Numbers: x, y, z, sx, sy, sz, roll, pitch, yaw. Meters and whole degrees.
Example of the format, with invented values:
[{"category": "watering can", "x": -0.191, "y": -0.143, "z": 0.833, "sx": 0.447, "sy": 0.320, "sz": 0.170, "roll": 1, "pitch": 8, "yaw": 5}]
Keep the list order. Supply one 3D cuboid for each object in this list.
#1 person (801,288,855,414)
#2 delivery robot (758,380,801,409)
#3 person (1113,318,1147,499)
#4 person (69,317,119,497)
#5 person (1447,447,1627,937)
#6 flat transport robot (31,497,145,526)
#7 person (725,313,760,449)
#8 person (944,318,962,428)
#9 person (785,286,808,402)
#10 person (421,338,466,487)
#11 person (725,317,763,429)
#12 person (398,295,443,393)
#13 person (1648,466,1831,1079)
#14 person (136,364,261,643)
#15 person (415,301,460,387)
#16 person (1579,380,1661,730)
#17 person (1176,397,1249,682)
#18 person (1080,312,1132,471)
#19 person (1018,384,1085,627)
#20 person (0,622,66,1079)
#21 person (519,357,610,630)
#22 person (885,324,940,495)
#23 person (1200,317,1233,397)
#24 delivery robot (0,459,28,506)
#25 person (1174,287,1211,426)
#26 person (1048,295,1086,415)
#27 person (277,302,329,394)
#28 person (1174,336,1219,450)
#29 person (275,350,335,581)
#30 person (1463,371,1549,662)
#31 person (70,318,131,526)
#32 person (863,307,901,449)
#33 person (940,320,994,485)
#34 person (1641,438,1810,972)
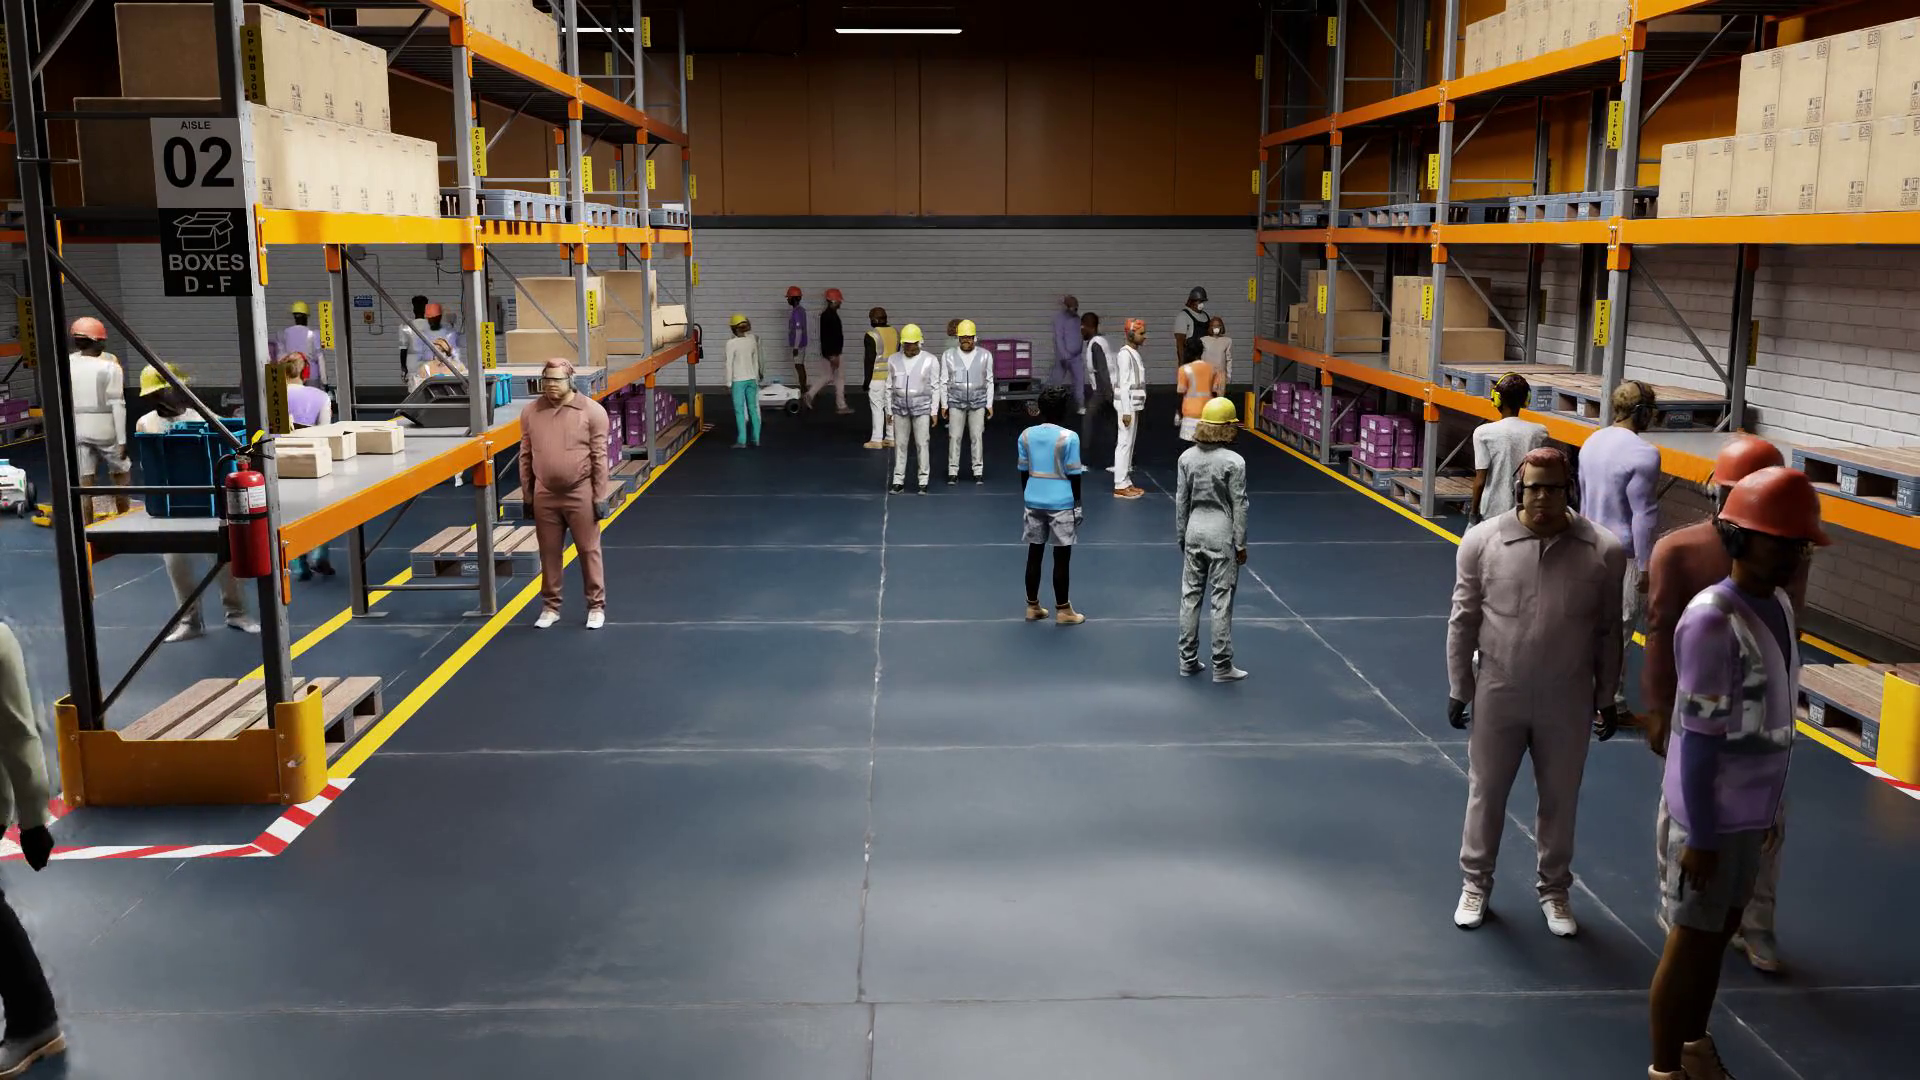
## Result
[{"category": "person", "x": -2.048, "y": -2.932, "z": 25.879, "sx": 0.771, "sy": 1.970, "sz": 0.624, "roll": -5, "pitch": 11, "yaw": -27}, {"category": "delivery robot", "x": -2.827, "y": -2.227, "z": 25.634, "sx": 0.707, "sy": 0.478, "sz": 0.477, "roll": -2, "pitch": 10, "yaw": -14}, {"category": "person", "x": 1.788, "y": -1.383, "z": 17.489, "sx": 0.337, "sy": 1.882, "sz": 0.584, "roll": 3, "pitch": 11, "yaw": 15}, {"category": "person", "x": -8.620, "y": -1.237, "z": 16.523, "sx": 0.552, "sy": 1.937, "sz": 0.356, "roll": -10, "pitch": 14, "yaw": -43}, {"category": "person", "x": 2.218, "y": 0.589, "z": 6.438, "sx": 0.655, "sy": 1.906, "sz": 0.407, "roll": 2, "pitch": 10, "yaw": 14}, {"category": "flat transport robot", "x": -8.003, "y": -0.237, "z": 15.595, "sx": 1.431, "sy": 0.197, "sz": 0.652, "roll": 6, "pitch": 12, "yaw": 32}, {"category": "person", "x": -2.844, "y": -2.066, "z": 21.672, "sx": 0.387, "sy": 1.754, "sz": 0.534, "roll": 8, "pitch": 13, "yaw": 38}, {"category": "person", "x": 0.015, "y": -2.350, "z": 23.689, "sx": 0.503, "sy": 1.600, "sz": 0.745, "roll": -9, "pitch": 14, "yaw": -42}, {"category": "person", "x": -2.754, "y": -3.290, "z": 27.964, "sx": 0.376, "sy": 1.936, "sz": 0.549, "roll": 0, "pitch": 10, "yaw": 1}, {"category": "person", "x": -5.650, "y": -1.396, "z": 18.241, "sx": 0.514, "sy": 1.639, "sz": 0.310, "roll": 0, "pitch": 10, "yaw": -1}, {"category": "person", "x": -3.067, "y": -2.384, "z": 23.801, "sx": 0.531, "sy": 1.618, "sz": 0.502, "roll": -5, "pitch": 11, "yaw": -25}, {"category": "person", "x": -7.267, "y": -2.325, "z": 22.509, "sx": 0.608, "sy": 1.965, "sz": 0.370, "roll": -4, "pitch": 11, "yaw": -21}, {"category": "person", "x": 2.310, "y": 0.791, "z": 4.945, "sx": 0.394, "sy": 2.040, "sz": 0.609, "roll": 9, "pitch": 14, "yaw": 42}, {"category": "person", "x": -5.142, "y": -0.251, "z": 11.191, "sx": 0.652, "sy": 1.894, "sz": 0.625, "roll": 1, "pitch": 10, "yaw": 3}, {"category": "person", "x": -6.753, "y": -2.130, "z": 21.573, "sx": 0.550, "sy": 1.923, "sz": 0.534, "roll": 0, "pitch": 10, "yaw": 2}, {"category": "person", "x": 3.637, "y": 0.080, "z": 9.207, "sx": 0.358, "sy": 1.932, "sz": 0.627, "roll": -2, "pitch": 10, "yaw": -11}, {"category": "person", "x": 1.559, "y": -0.005, "z": 10.201, "sx": 0.494, "sy": 1.743, "sz": 0.308, "roll": 9, "pitch": 14, "yaw": 42}, {"category": "person", "x": 1.613, "y": -1.725, "z": 19.476, "sx": 0.924, "sy": 1.847, "sz": 0.598, "roll": 3, "pitch": 11, "yaw": 15}, {"category": "person", "x": 0.643, "y": -0.241, "z": 11.656, "sx": 0.532, "sy": 1.693, "sz": 0.319, "roll": 8, "pitch": 13, "yaw": 39}, {"category": "person", "x": -3.130, "y": 0.841, "z": 4.946, "sx": 0.643, "sy": 1.923, "sz": 1.055, "roll": 4, "pitch": 11, "yaw": 20}, {"category": "person", "x": -2.743, "y": -0.315, "z": 11.514, "sx": 0.637, "sy": 1.899, "sz": 0.395, "roll": 1, "pitch": 10, "yaw": 6}, {"category": "person", "x": -0.510, "y": -1.379, "z": 17.643, "sx": 0.591, "sy": 1.821, "sz": 0.404, "roll": 2, "pitch": 10, "yaw": 13}, {"category": "person", "x": 3.583, "y": -2.313, "z": 23.364, "sx": 0.501, "sy": 1.633, "sz": 0.282, "roll": 0, "pitch": 10, "yaw": 0}, {"category": "delivery robot", "x": -9.353, "y": -0.551, "z": 16.294, "sx": 0.477, "sy": 0.478, "sz": 0.707, "roll": -5, "pitch": 11, "yaw": -27}, {"category": "person", "x": 3.459, "y": -2.677, "z": 24.258, "sx": 0.688, "sy": 2.000, "sz": 0.536, "roll": -10, "pitch": 14, "yaw": -43}, {"category": "person", "x": 1.655, "y": -2.888, "z": 25.941, "sx": 0.634, "sy": 1.867, "sz": 0.928, "roll": -8, "pitch": 13, "yaw": -37}, {"category": "person", "x": -8.574, "y": -2.136, "z": 21.677, "sx": 0.648, "sy": 1.898, "sz": 0.645, "roll": 0, "pitch": 10, "yaw": -2}, {"category": "person", "x": 2.623, "y": -1.363, "z": 17.969, "sx": 0.554, "sy": 1.668, "sz": 0.569, "roll": -7, "pitch": 12, "yaw": -33}, {"category": "person", "x": -5.233, "y": -0.580, "z": 13.184, "sx": 0.563, "sy": 1.829, "sz": 0.461, "roll": -1, "pitch": 10, "yaw": -6}, {"category": "person", "x": 3.448, "y": -0.127, "z": 10.530, "sx": 0.521, "sy": 1.870, "sz": 0.319, "roll": -1, "pitch": 10, "yaw": -7}, {"category": "person", "x": -7.511, "y": -0.924, "z": 14.551, "sx": 0.631, "sy": 2.013, "sz": 0.815, "roll": 0, "pitch": 10, "yaw": 1}, {"category": "person", "x": -1.047, "y": -2.107, "z": 21.652, "sx": 0.429, "sy": 1.840, "sz": 0.624, "roll": 8, "pitch": 13, "yaw": 37}, {"category": "person", "x": 0.076, "y": -1.509, "z": 18.340, "sx": 0.603, "sy": 1.829, "sz": 0.404, "roll": 0, "pitch": 10, "yaw": -2}, {"category": "person", "x": 2.826, "y": 0.610, "z": 6.131, "sx": 0.632, "sy": 1.969, "sz": 0.699, "roll": 1, "pitch": 10, "yaw": 4}]
